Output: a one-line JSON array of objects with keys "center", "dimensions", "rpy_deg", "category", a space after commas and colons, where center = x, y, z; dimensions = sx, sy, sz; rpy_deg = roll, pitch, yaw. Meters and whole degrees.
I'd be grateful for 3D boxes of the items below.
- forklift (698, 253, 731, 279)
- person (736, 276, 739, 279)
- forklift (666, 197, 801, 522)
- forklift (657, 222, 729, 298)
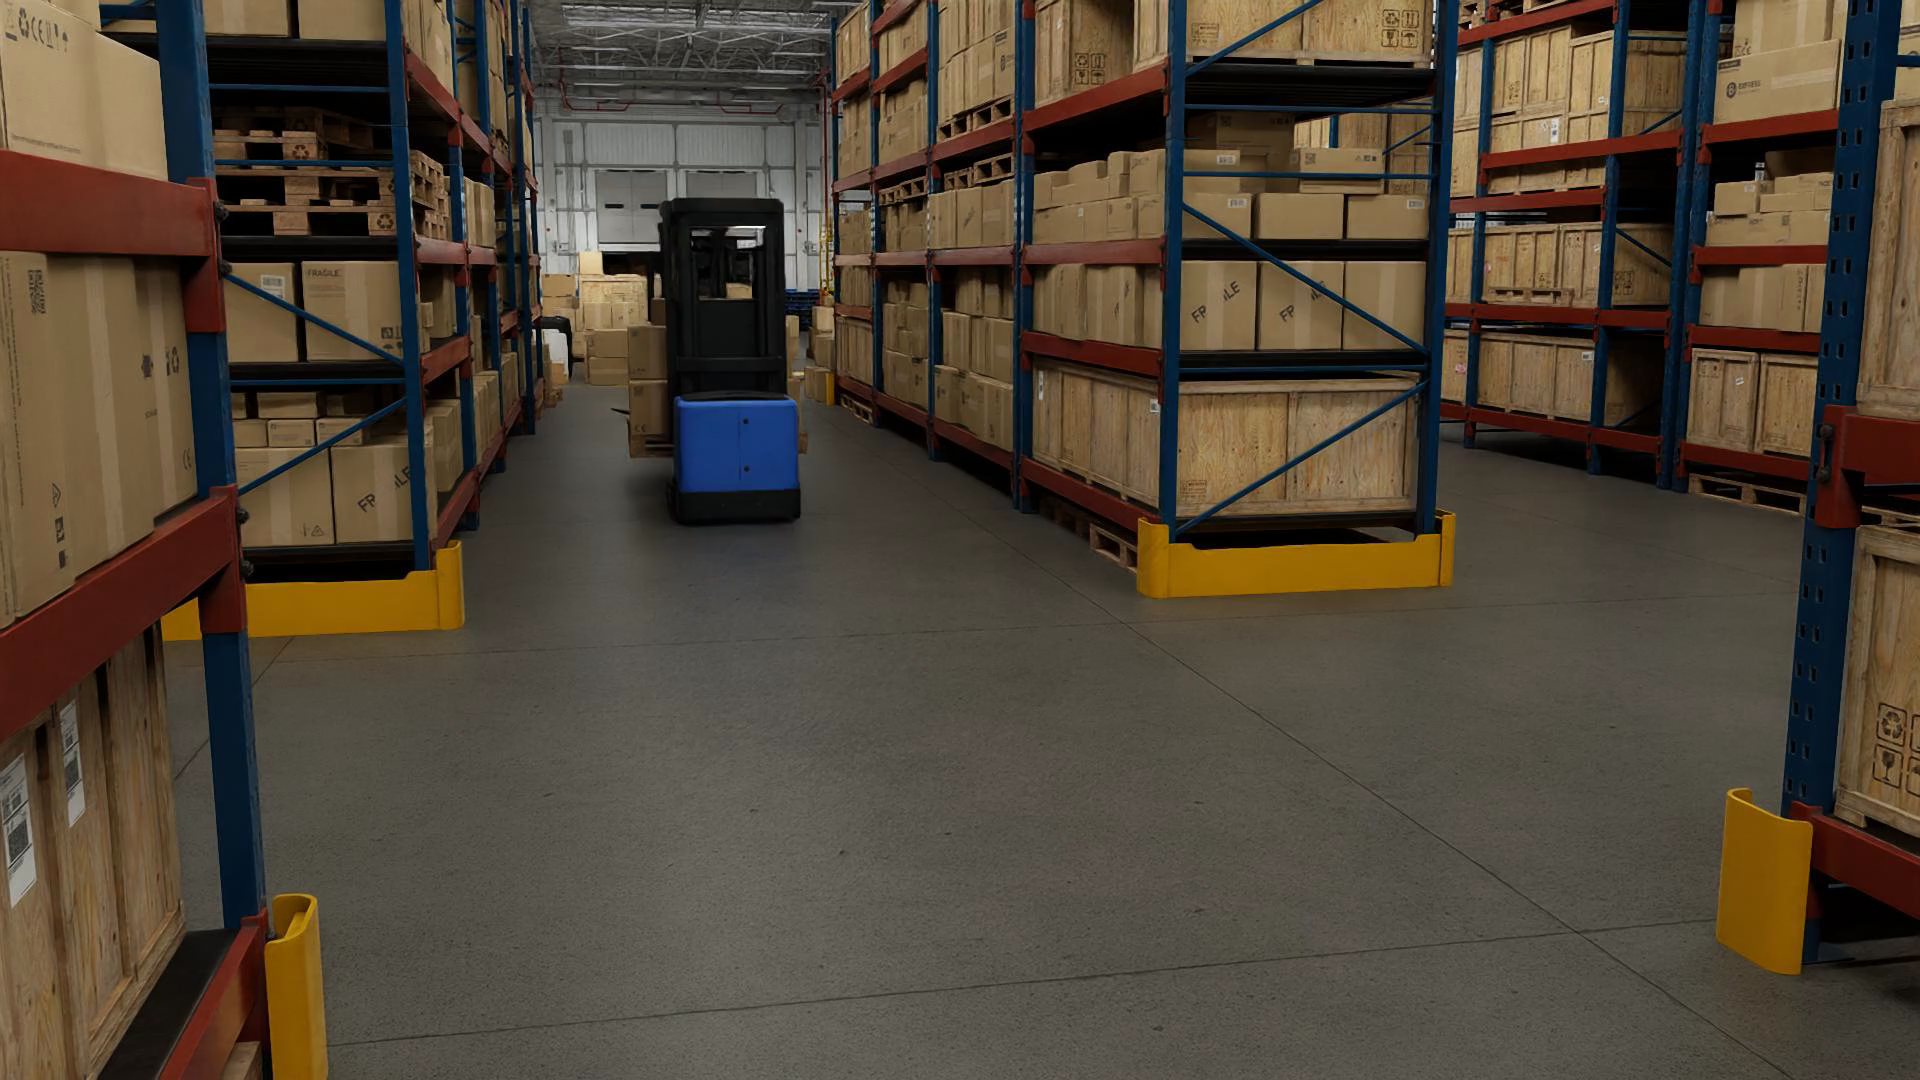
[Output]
[{"center": [-6.419, -6.333, 43.424], "dimensions": [1.129, 2.768, 1.873], "rpy_deg": [-2, 10, -12], "category": "forklift"}, {"center": [-7.634, -8.014, 56.572], "dimensions": [0.646, 1.923, 0.521], "rpy_deg": [1, 9, 5], "category": "person"}, {"center": [-2.065, -1.653, 14.896], "dimensions": [1.129, 2.768, 1.873], "rpy_deg": [-2, 10, -12], "category": "forklift"}, {"center": [-3.648, -2.977, 22.968], "dimensions": [1.129, 2.768, 1.873], "rpy_deg": [-7, 12, -36], "category": "forklift"}]
